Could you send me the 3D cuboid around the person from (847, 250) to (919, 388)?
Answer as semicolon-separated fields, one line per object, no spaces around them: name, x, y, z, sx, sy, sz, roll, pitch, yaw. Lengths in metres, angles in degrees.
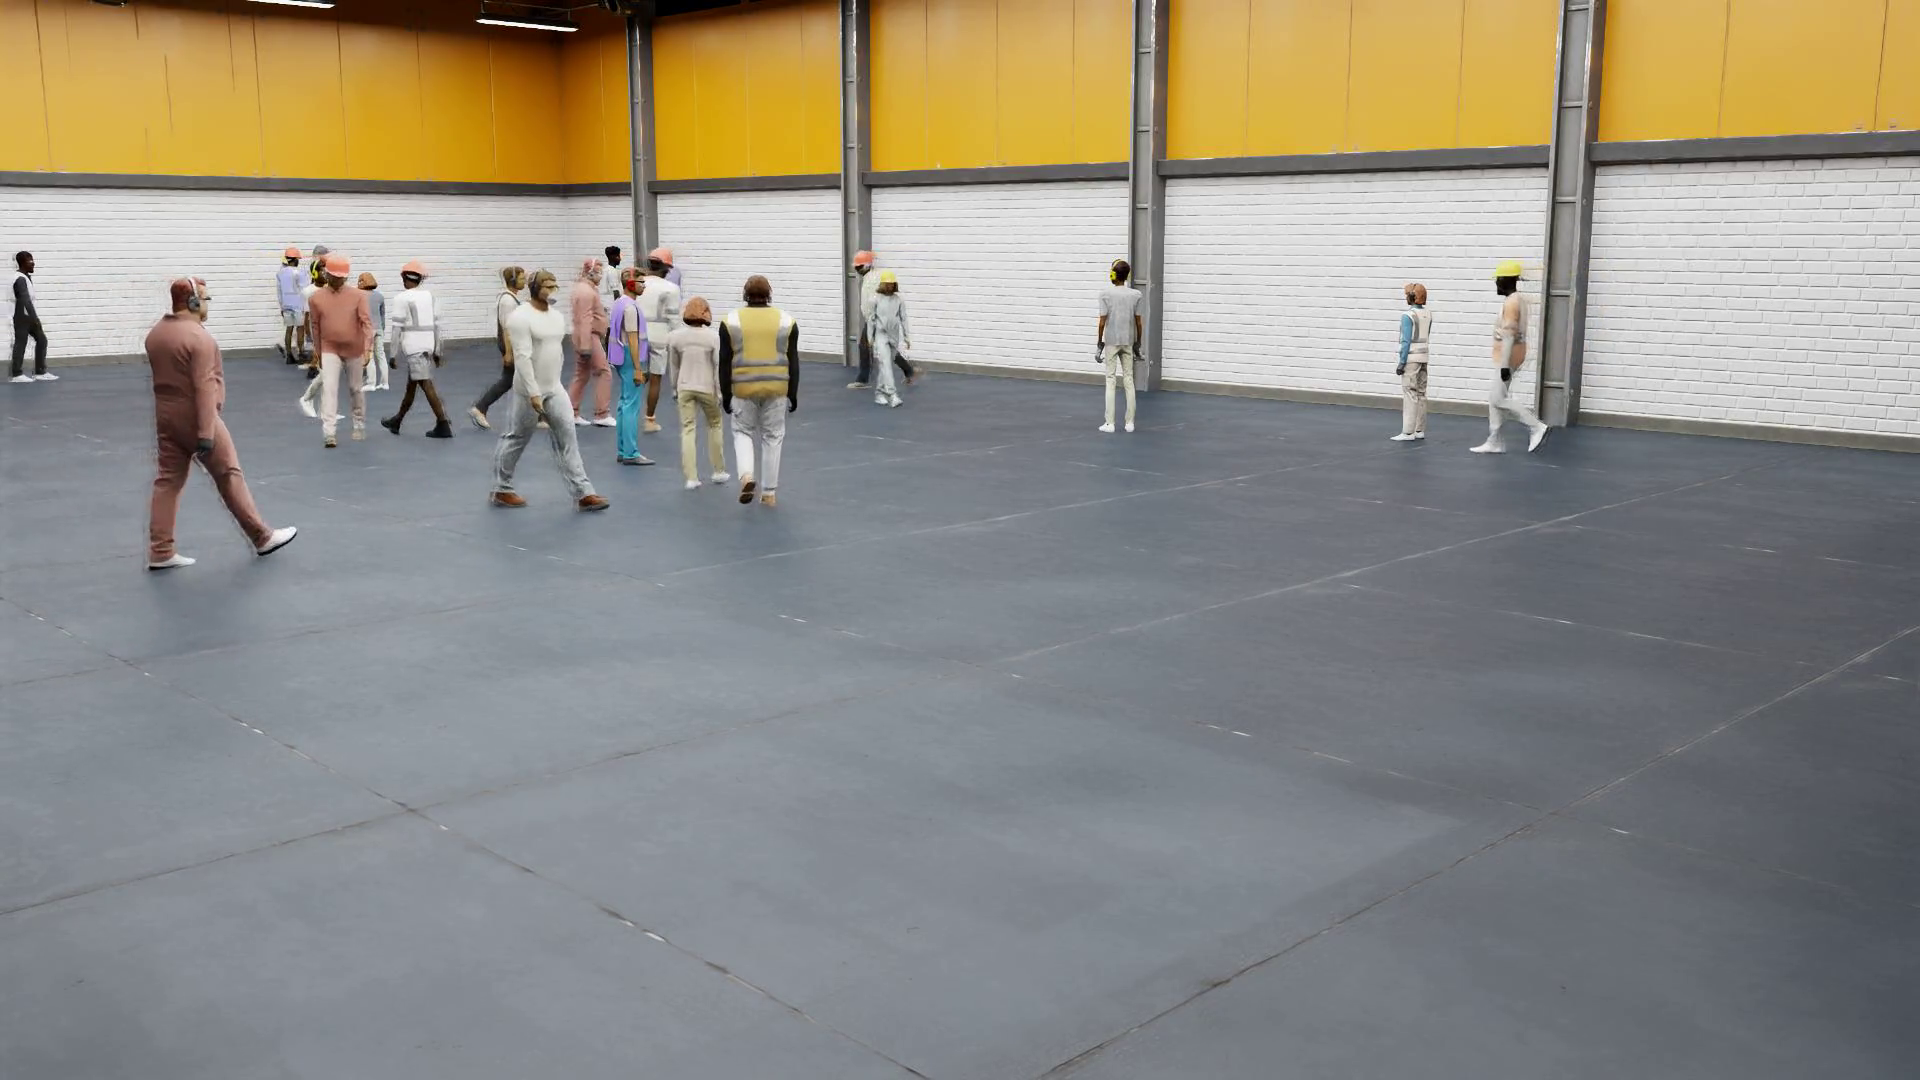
person;-1.078;-3.066;23.202;0.934;1.938;0.624;-2;11;-13

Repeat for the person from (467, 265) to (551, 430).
person;-4.961;-2.097;18.224;0.885;1.818;0.517;-3;11;-14

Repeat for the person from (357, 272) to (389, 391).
person;-8.116;-2.870;22.935;0.284;1.624;0.494;5;11;25

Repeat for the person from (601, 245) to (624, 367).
person;-5.622;-3.792;27.024;0.367;1.966;0.603;-6;12;-29

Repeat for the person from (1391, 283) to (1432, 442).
person;4.712;-1.841;17.277;0.308;1.641;0.515;9;14;41

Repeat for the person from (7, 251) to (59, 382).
person;-13.554;-3.251;24.281;0.746;1.894;0.596;-3;11;-18

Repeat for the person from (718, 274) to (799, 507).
person;-1.565;-1.155;13.014;0.633;1.831;0.493;-2;11;-10

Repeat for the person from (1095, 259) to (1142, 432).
person;1.721;-2.103;18.074;0.534;1.871;0.315;-2;11;-12

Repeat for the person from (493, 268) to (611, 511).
person;-3.245;-1.149;12.874;1.044;1.886;0.644;5;12;27

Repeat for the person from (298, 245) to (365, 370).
person;-10.034;-3.743;26.555;1.036;2.000;0.693;-9;14;-42

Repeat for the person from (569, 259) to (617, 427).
person;-4.152;-2.191;18.569;0.646;1.874;0.689;-3;11;-18

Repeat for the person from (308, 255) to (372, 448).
person;-6.319;-1.935;17.019;0.598;1.930;0.986;-3;11;-17

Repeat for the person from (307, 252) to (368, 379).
person;-9.248;-3.304;24.608;1.027;1.872;0.562;-2;11;-9

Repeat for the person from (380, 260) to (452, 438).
person;-5.806;-2.013;17.608;0.997;1.854;0.582;4;11;22

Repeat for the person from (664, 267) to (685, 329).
person;-5.047;-4.084;28.872;1.032;1.887;0.650;8;13;38

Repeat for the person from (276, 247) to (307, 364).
person;-11.014;-3.875;27.561;0.551;1.932;0.378;3;11;18

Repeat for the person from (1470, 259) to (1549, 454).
person;5.360;-1.762;16.119;0.642;1.905;0.597;4;11;19

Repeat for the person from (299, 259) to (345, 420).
person;-7.381;-2.304;19.208;0.429;1.856;0.560;2;11;9

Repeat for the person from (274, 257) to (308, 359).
person;-11.456;-3.991;28.516;0.674;1.814;0.627;-8;13;-37

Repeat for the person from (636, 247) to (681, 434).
person;-3.299;-2.126;17.849;0.664;1.999;0.609;3;11;16

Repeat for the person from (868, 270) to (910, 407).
person;-0.883;-2.518;20.802;0.504;1.688;0.895;-6;12;-29

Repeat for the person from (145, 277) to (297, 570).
person;-4.887;-0.763;10.805;0.646;1.863;0.965;6;12;30

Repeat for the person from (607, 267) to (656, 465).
person;-3.086;-1.616;15.499;0.374;1.840;0.572;-4;11;-21

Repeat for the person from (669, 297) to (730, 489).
person;-2.212;-1.259;14.195;0.503;1.610;0.677;1;10;6
